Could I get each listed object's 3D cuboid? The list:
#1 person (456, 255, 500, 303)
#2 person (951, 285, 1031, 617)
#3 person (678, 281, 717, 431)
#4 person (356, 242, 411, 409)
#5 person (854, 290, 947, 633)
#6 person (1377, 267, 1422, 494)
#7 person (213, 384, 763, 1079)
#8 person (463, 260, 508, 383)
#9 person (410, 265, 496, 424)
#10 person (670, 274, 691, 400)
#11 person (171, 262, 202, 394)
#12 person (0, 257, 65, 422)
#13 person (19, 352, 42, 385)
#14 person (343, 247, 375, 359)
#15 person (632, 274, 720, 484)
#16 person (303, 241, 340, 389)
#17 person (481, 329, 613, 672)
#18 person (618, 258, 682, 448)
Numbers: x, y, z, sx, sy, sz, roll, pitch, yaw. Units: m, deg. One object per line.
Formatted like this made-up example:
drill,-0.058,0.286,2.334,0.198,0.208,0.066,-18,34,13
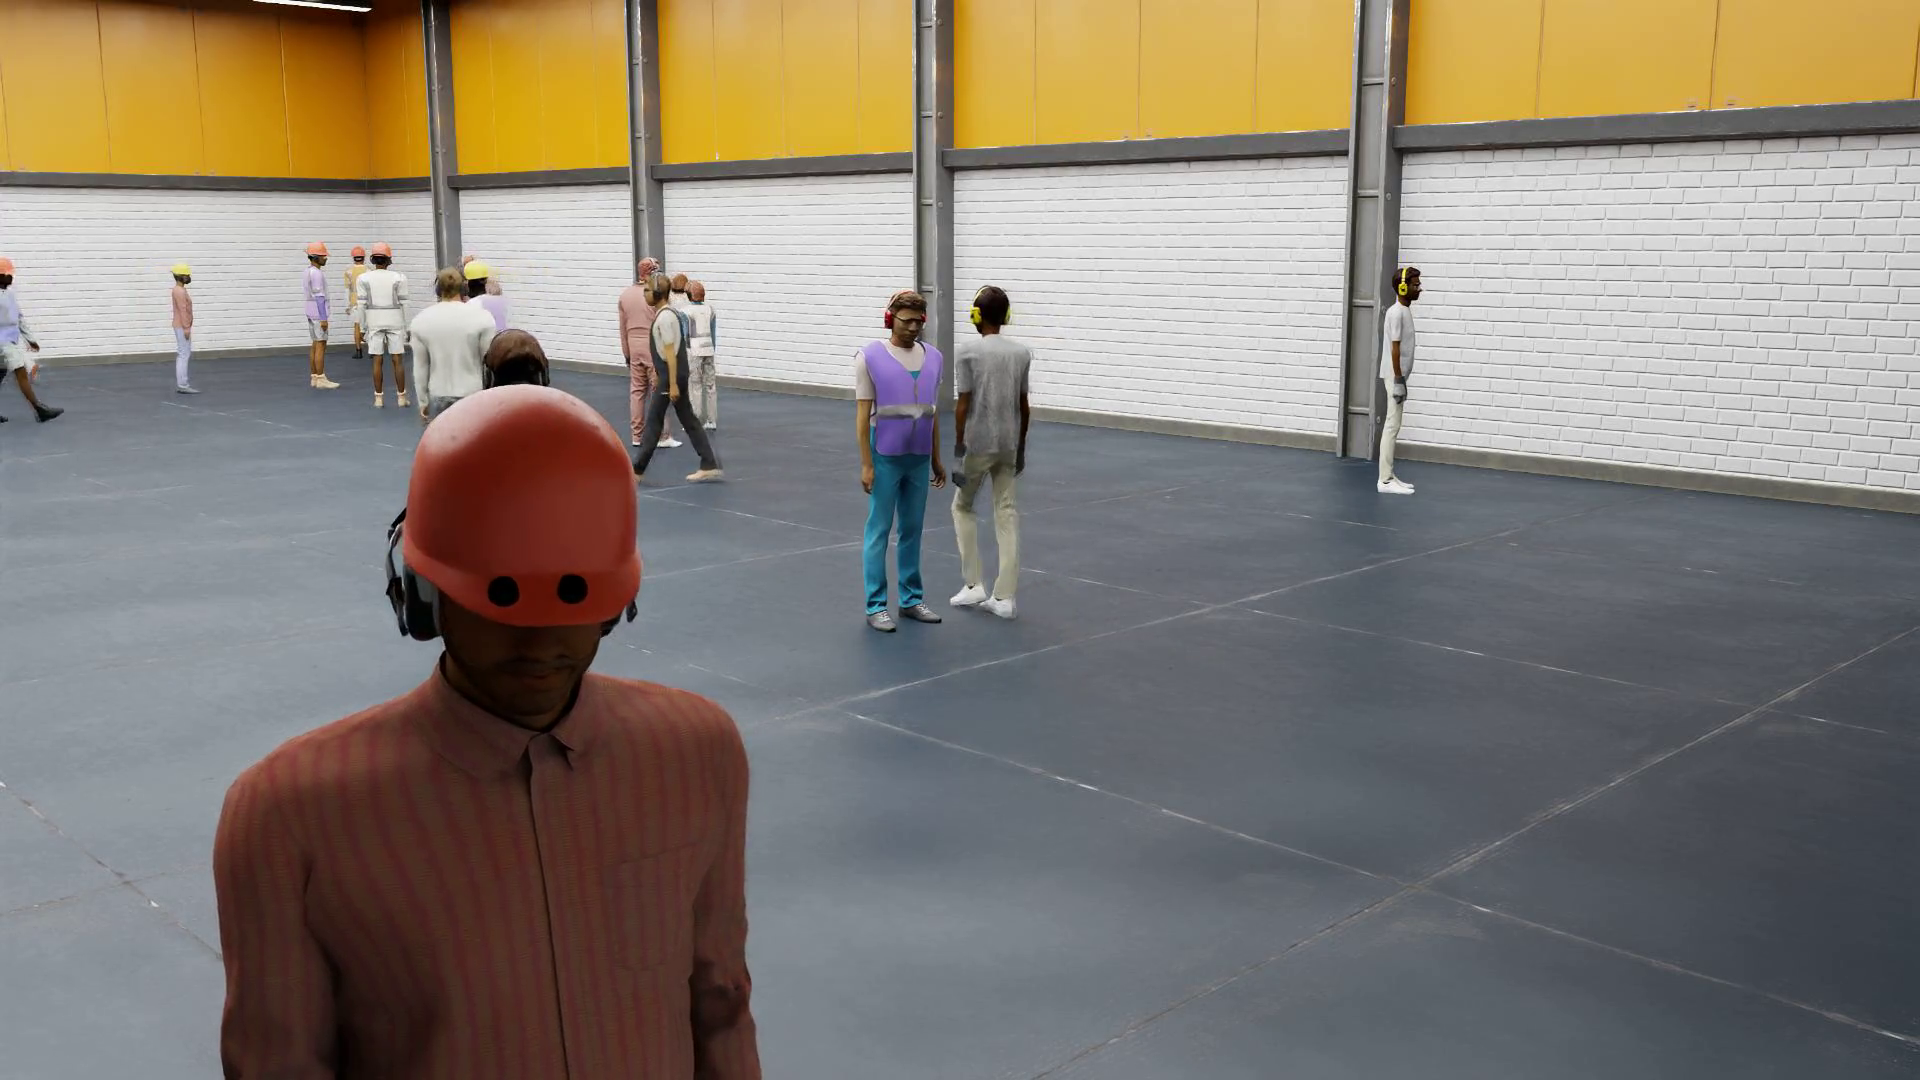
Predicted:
person,-5.809,-2.450,19.935,0.691,1.891,0.409,-10,14,-43
person,0.148,-0.502,9.407,0.564,1.841,0.612,-5,12,-27
person,-2.853,-1.993,18.103,0.313,1.642,0.513,9,13,39
person,-7.110,-2.646,20.567,0.615,2.041,0.387,-3,11,-15
person,-0.331,-0.435,9.072,0.563,1.837,0.392,-8,13,-39
person,3.660,-1.324,13.826,0.330,1.874,0.518,3,11,17
person,-0.463,0.819,1.831,0.611,1.985,0.394,-8,13,-38
person,-4.404,-1.675,15.661,0.830,1.903,0.592,5,12,27
person,-3.696,-1.038,12.149,0.633,1.917,0.732,2,11,9
person,-3.598,-2.617,21.525,0.507,1.632,0.275,0,10,2
person,-10.481,-2.863,22.512,0.330,1.765,0.533,-6,12,-29
person,-10.796,-2.266,18.937,0.965,1.881,0.558,-2,11,-11
person,-13.300,-3.047,23.110,0.833,1.920,0.640,-9,14,-40
person,-10.328,-4.087,28.739,0.584,1.925,0.382,-4,11,-19
person,-2.519,-1.368,14.252,0.953,1.798,0.533,0,10,-1
person,-8.905,-3.123,23.166,0.382,2.041,0.616,-7,12,-33
person,-1.526,0.170,5.826,0.632,1.827,0.598,-4,11,-19
person,-3.109,-1.877,16.748,0.643,1.908,0.399,6,12,28
